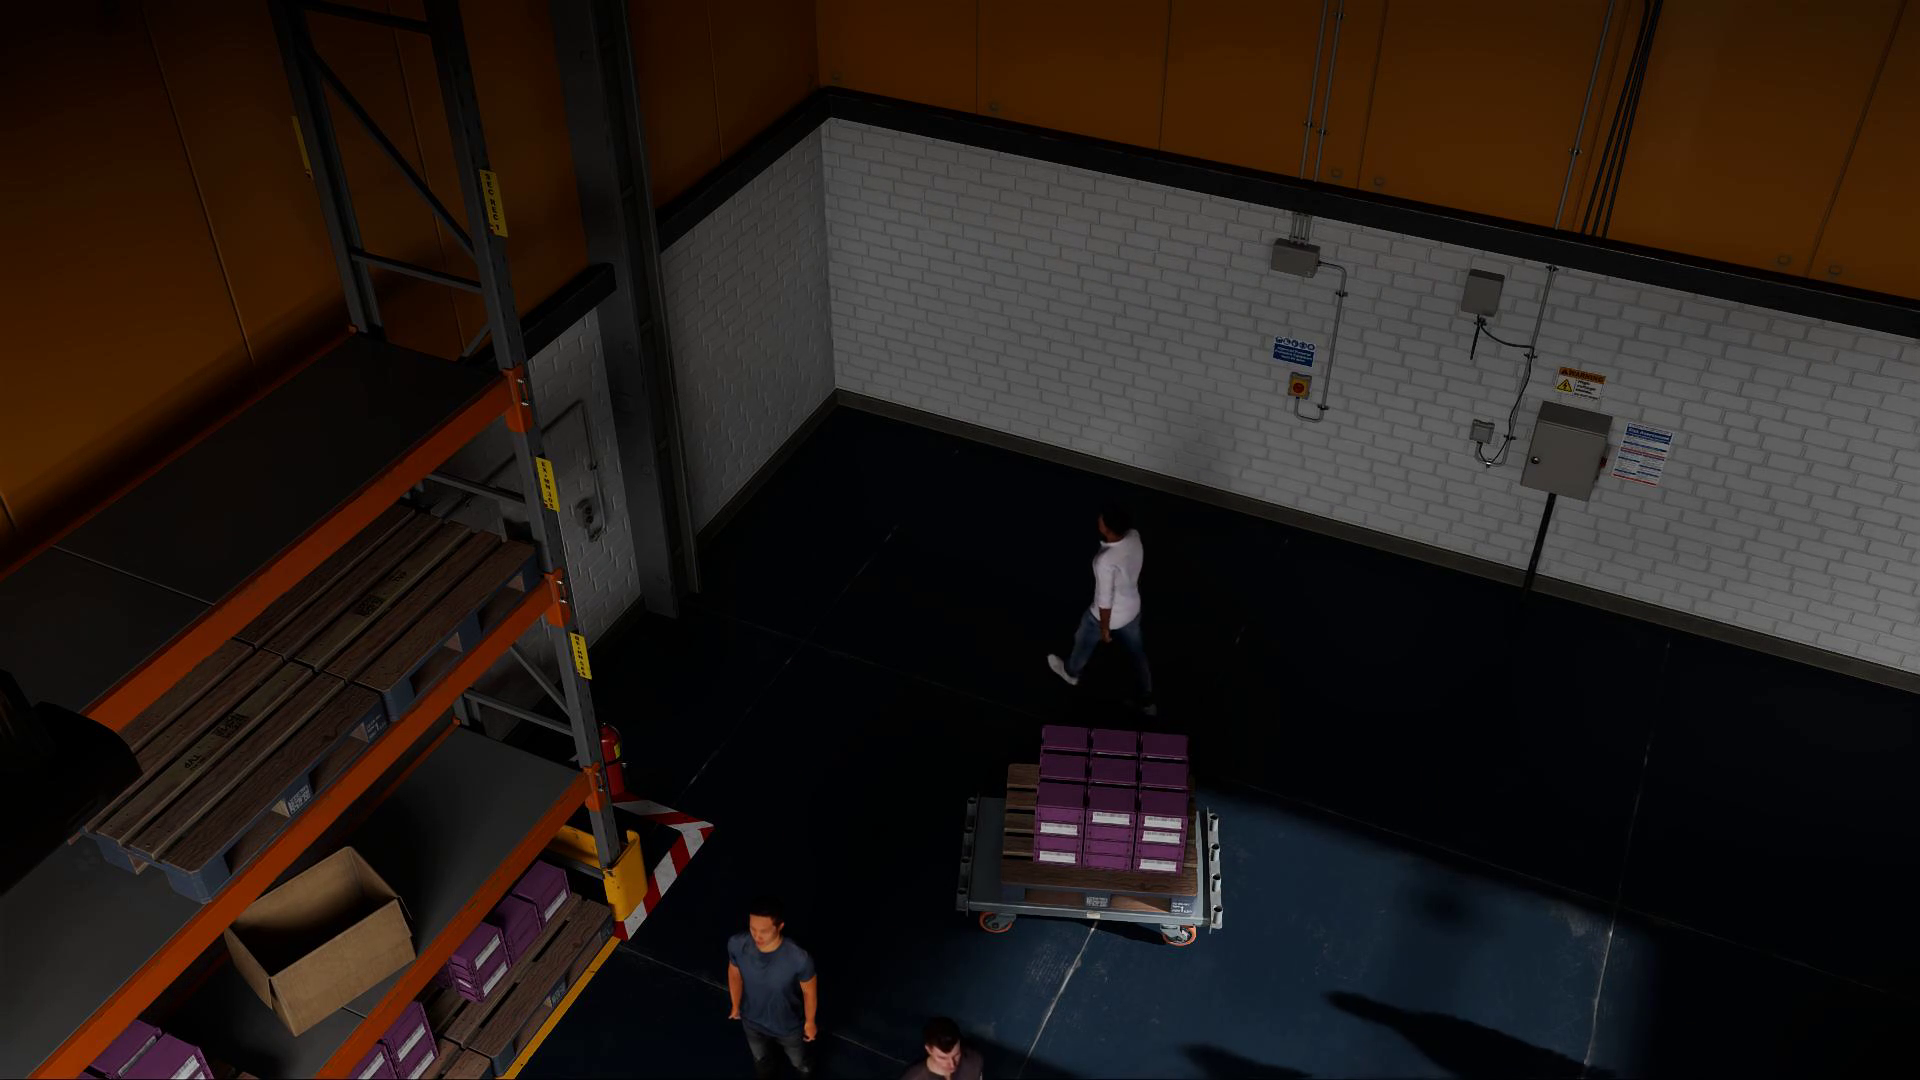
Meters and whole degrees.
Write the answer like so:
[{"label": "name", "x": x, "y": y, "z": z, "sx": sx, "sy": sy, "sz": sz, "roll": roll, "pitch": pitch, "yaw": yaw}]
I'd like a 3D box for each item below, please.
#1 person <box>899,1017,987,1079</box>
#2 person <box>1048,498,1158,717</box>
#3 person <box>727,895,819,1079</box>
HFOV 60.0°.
[{"label": "person", "x": -0.127, "y": 2.969, "z": 8.531, "sx": 1.173, "sy": 1.802, "sz": 1.206, "roll": -15, "pitch": 41, "yaw": -18}, {"label": "person", "x": 1.157, "y": 0.507, "z": 11.639, "sx": 0.958, "sy": 1.771, "sz": 1.182, "roll": 30, "pitch": 48, "yaw": 32}, {"label": "person", "x": -1.003, "y": 2.550, "z": 9.049, "sx": 0.692, "sy": 1.810, "sz": 0.599, "roll": 9, "pitch": 40, "yaw": 11}]
